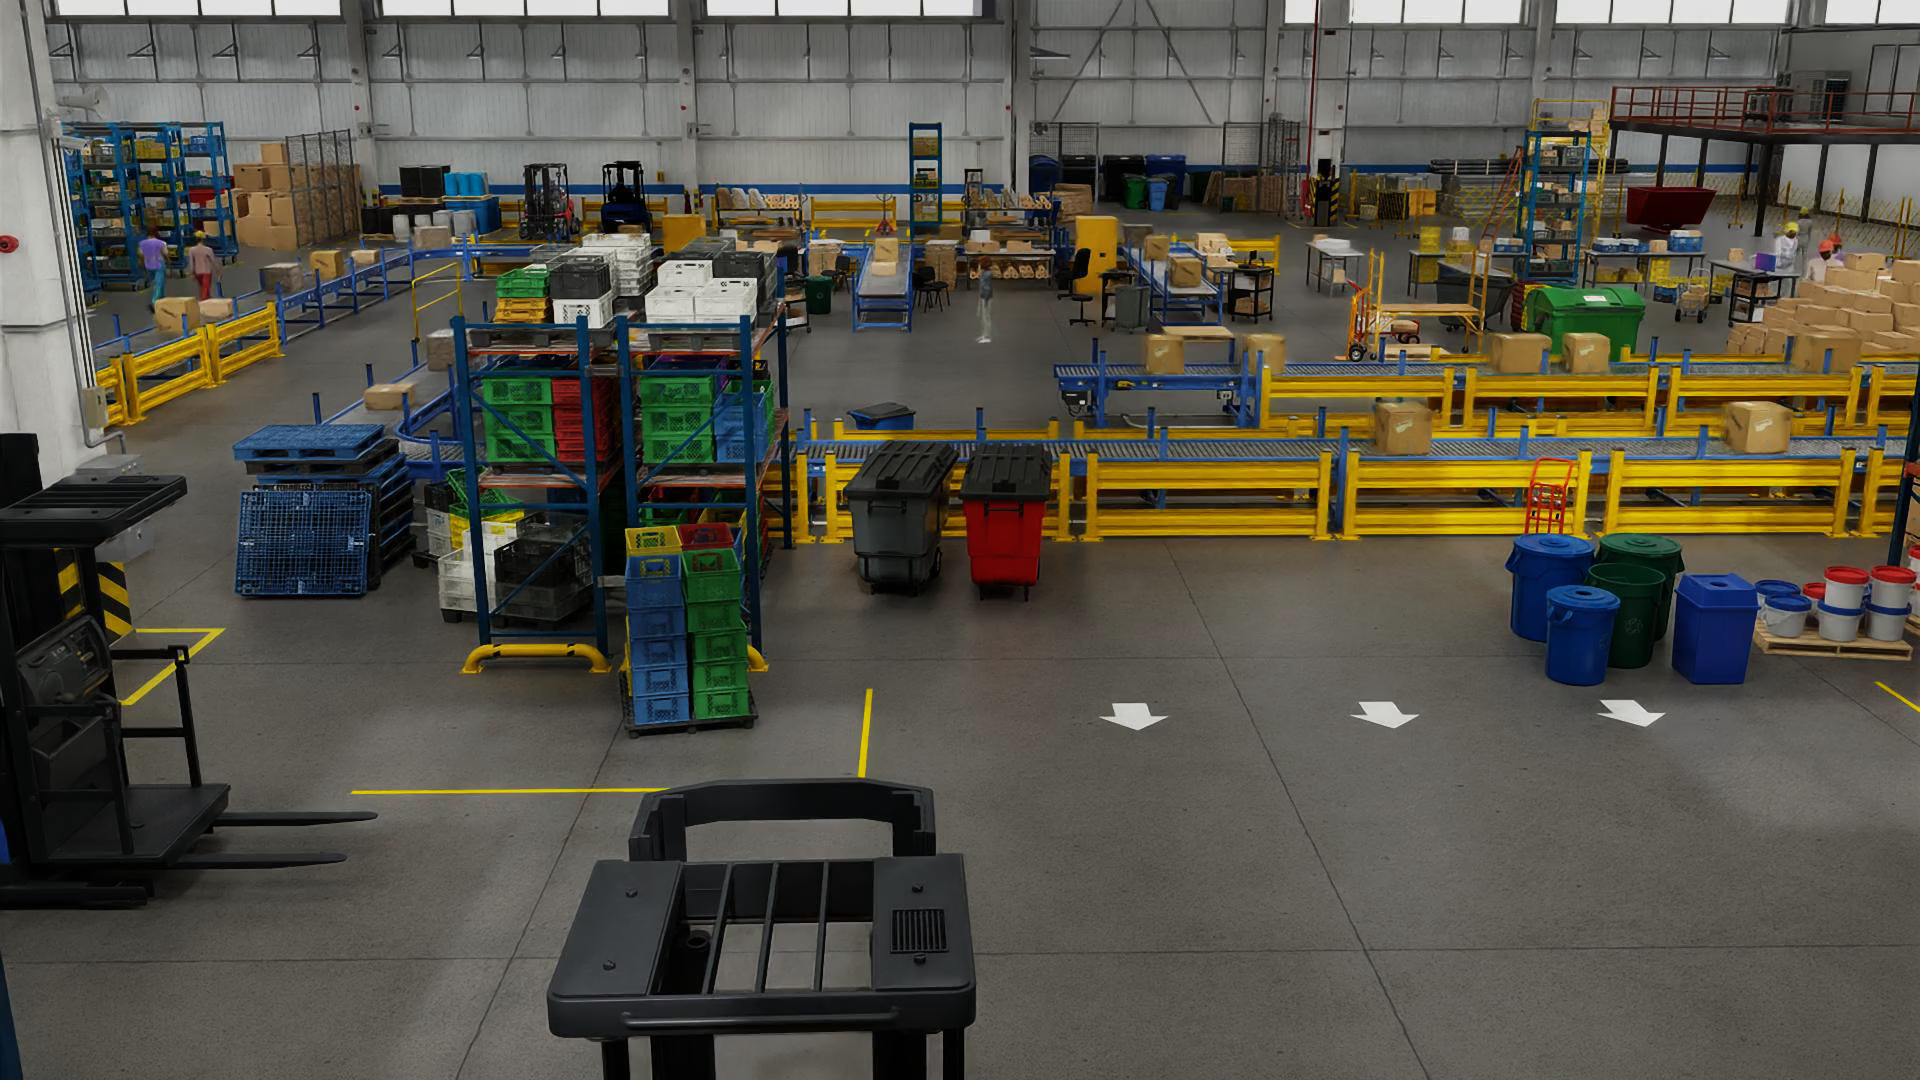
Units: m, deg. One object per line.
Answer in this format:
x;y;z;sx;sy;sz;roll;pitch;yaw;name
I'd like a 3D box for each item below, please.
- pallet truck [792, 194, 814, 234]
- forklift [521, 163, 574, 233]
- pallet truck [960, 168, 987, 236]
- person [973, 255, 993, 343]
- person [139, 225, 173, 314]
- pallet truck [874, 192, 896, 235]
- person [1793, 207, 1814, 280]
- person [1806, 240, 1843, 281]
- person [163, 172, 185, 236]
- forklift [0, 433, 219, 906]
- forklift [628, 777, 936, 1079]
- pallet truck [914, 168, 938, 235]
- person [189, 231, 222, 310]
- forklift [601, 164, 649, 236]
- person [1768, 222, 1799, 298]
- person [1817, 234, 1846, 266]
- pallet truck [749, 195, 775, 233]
-4.814;-9.883;50.259;0.704;1.261;1.522;-1;16;-3;pallet truck
-12.233;-10.122;49.298;1.157;1.987;2.680;0;16;-1;forklift
0.383;-10.230;50.206;0.823;1.965;1.885;-1;16;-3;pallet truck
0.440;-4.457;30.813;0.324;1.626;0.505;-4;16;-13;person
-16.709;-5.625;34.544;0.576;1.811;0.872;2;16;6;person
-2.277;-9.986;50.594;0.653;1.274;1.630;0;16;-1;pallet truck
20.202;-7.130;39.964;0.489;1.693;0.913;-1;16;-2;person
15.579;-4.427;30.096;0.619;1.953;0.880;10;19;32;person
-22.809;-9.692;48.347;0.621;1.993;0.393;1;16;5;person
-5.952;0.780;10.366;1.873;2.768;1.129;0;16;-1;forklift
-0.542;2.165;5.552;1.129;2.768;1.873;-1;16;-2;forklift
-0.989;-10.316;50.507;0.823;1.965;1.885;1;16;3;pallet truck
-15.531;-5.473;34.181;0.538;1.718;0.925;3;16;11;person
-9.948;-10.127;49.296;1.157;1.987;2.680;-1;16;-3;forklift
17.521;-5.811;35.217;0.613;1.794;0.874;-4;17;-14;person
16.771;-4.953;32.078;0.551;1.893;0.983;15;22;42;person
-6.051;-9.967;50.660;0.680;1.201;1.601;0;16;-1;pallet truck
